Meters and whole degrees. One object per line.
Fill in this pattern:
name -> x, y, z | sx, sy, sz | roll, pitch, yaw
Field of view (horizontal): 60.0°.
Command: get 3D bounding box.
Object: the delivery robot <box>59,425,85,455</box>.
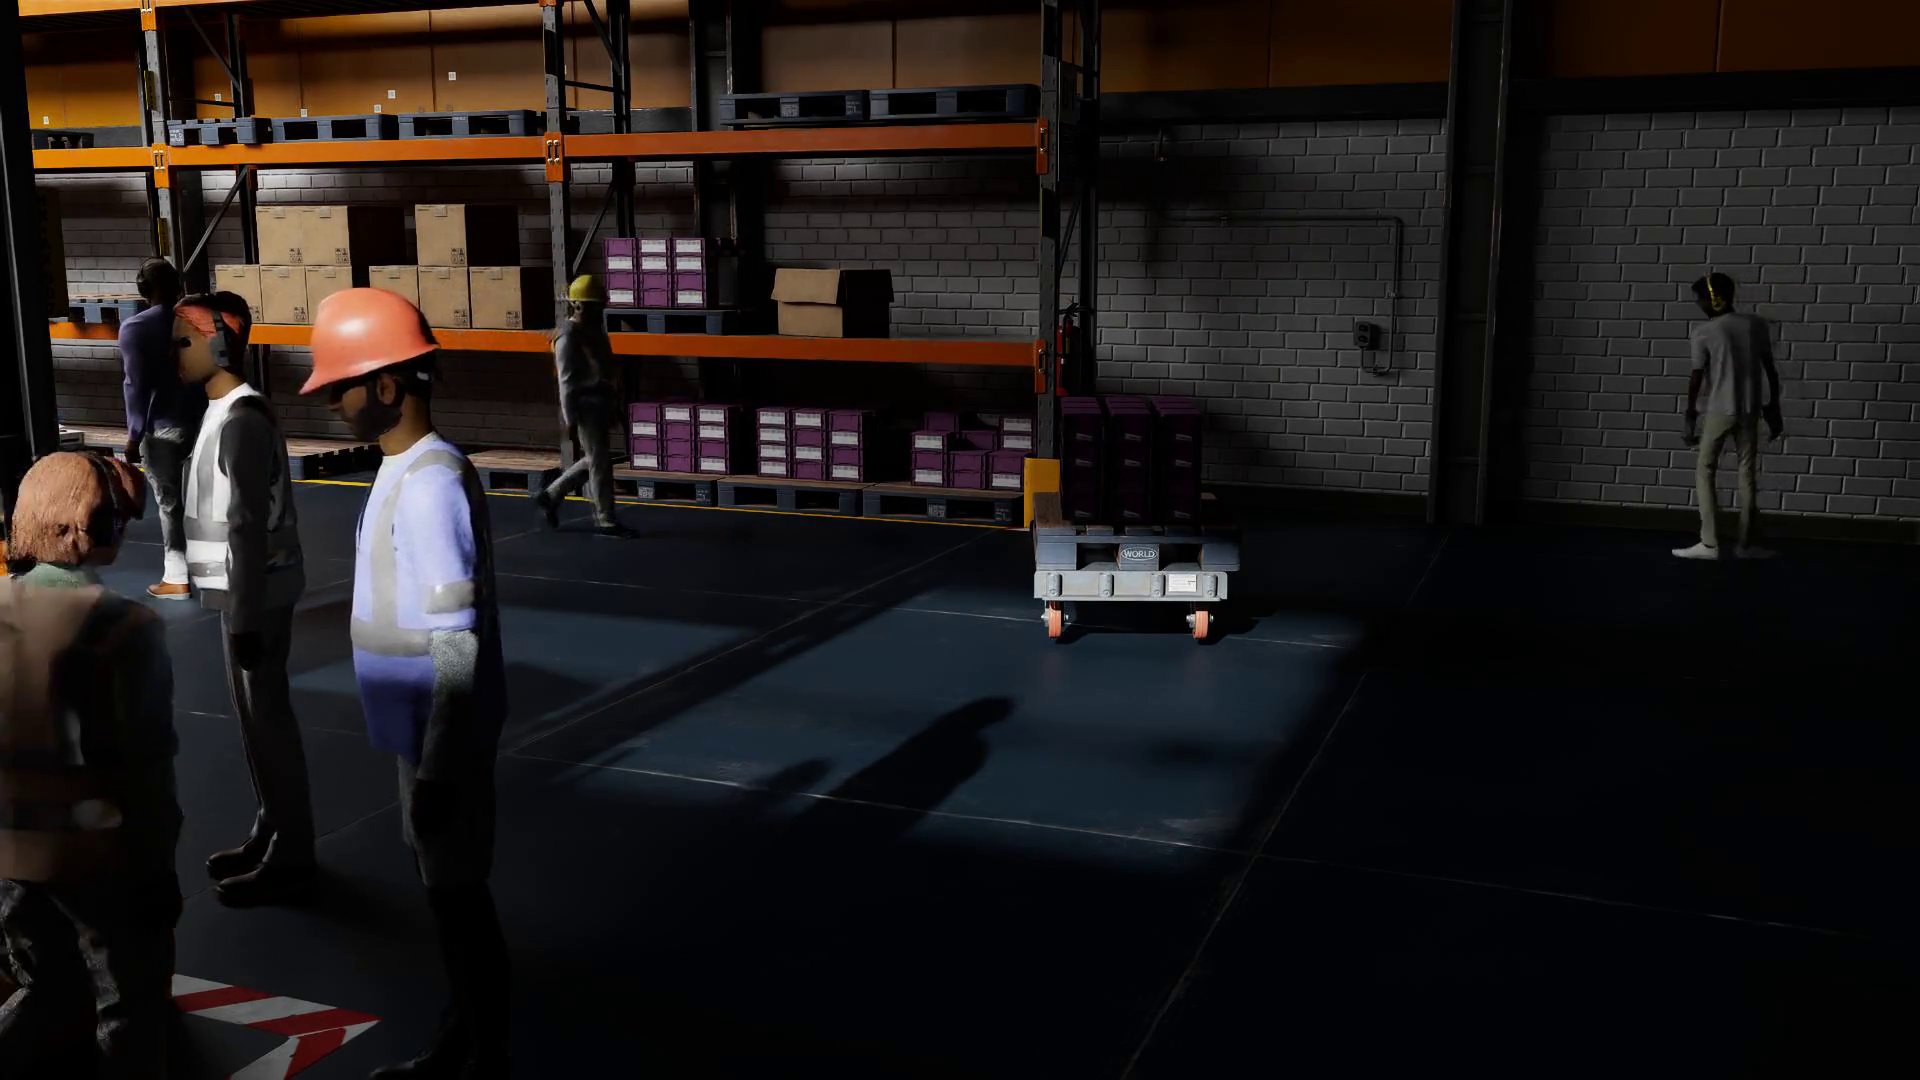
delivery robot -> -7.831, -0.842, 14.228 | 0.707, 0.478, 0.477 | 6, 12, 29

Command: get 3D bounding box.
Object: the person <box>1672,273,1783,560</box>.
person -> 4.954, -0.776, 10.592 | 0.667, 1.832, 0.338 | 0, 10, 3

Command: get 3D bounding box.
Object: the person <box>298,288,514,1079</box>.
person -> -1.202, 0.412, 3.681 | 0.388, 1.927, 0.548 | -4, 11, -23

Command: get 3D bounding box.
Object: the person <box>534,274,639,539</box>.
person -> -2.585, -0.905, 11.358 | 0.737, 1.809, 0.598 | 2, 10, 9

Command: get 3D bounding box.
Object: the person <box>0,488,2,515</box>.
person -> -6.698, -0.933, 11.415 | 0.430, 1.845, 0.624 | 3, 11, 16

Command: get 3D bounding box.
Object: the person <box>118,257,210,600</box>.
person -> -4.456, -0.626, 9.450 | 0.371, 1.934, 0.627 | 6, 12, 28

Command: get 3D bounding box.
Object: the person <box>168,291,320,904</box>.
person -> -2.212, 0.177, 5.149 | 0.351, 1.878, 0.569 | -5, 11, -25

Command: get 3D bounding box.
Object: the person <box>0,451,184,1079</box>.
person -> -1.799, 0.641, 3.238 | 0.540, 1.616, 0.605 | 4, 11, 22
